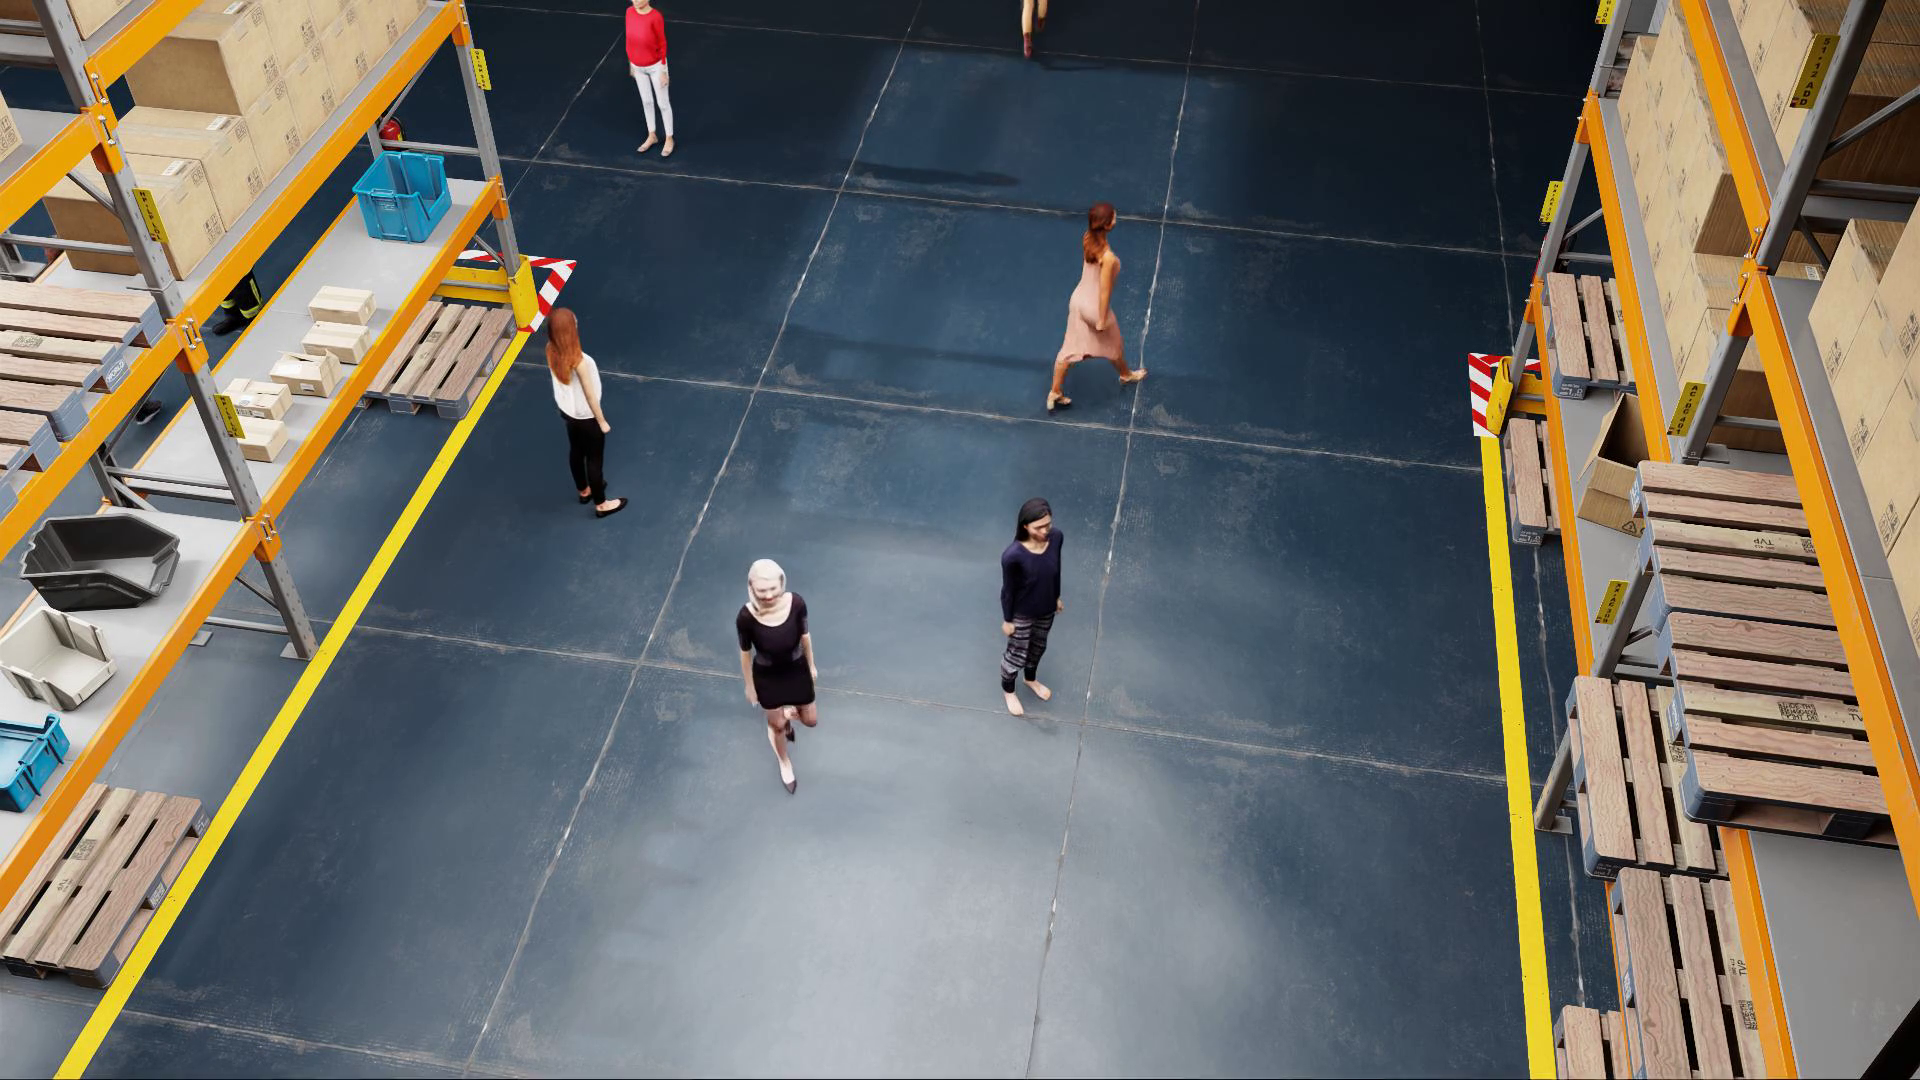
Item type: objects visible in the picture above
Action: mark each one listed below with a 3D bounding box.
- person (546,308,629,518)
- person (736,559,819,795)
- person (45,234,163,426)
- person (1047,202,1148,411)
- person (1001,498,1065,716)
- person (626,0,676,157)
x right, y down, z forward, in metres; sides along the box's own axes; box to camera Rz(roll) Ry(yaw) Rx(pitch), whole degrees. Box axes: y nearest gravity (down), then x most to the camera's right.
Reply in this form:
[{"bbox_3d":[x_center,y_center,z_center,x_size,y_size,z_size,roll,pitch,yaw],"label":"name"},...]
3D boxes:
[{"bbox_3d":[-2.691,-0.898,11.723,0.674,1.721,0.644,-33,53,-30],"label":"person"},{"bbox_3d":[-1.097,0.751,9.920,0.789,1.821,0.860,-17,46,-17],"label":"person"},{"bbox_3d":[-6.434,-1.464,12.309,0.665,1.731,0.946,13,45,13],"label":"person"},{"bbox_3d":[0.914,-1.719,12.538,1.094,1.786,1.111,-20,47,-20],"label":"person"},{"bbox_3d":[0.440,0.388,10.364,0.669,1.733,0.729,-26,49,-25],"label":"person"},{"bbox_3d":[-2.865,-4.380,15.398,0.588,1.693,0.594,15,46,16],"label":"person"}]
